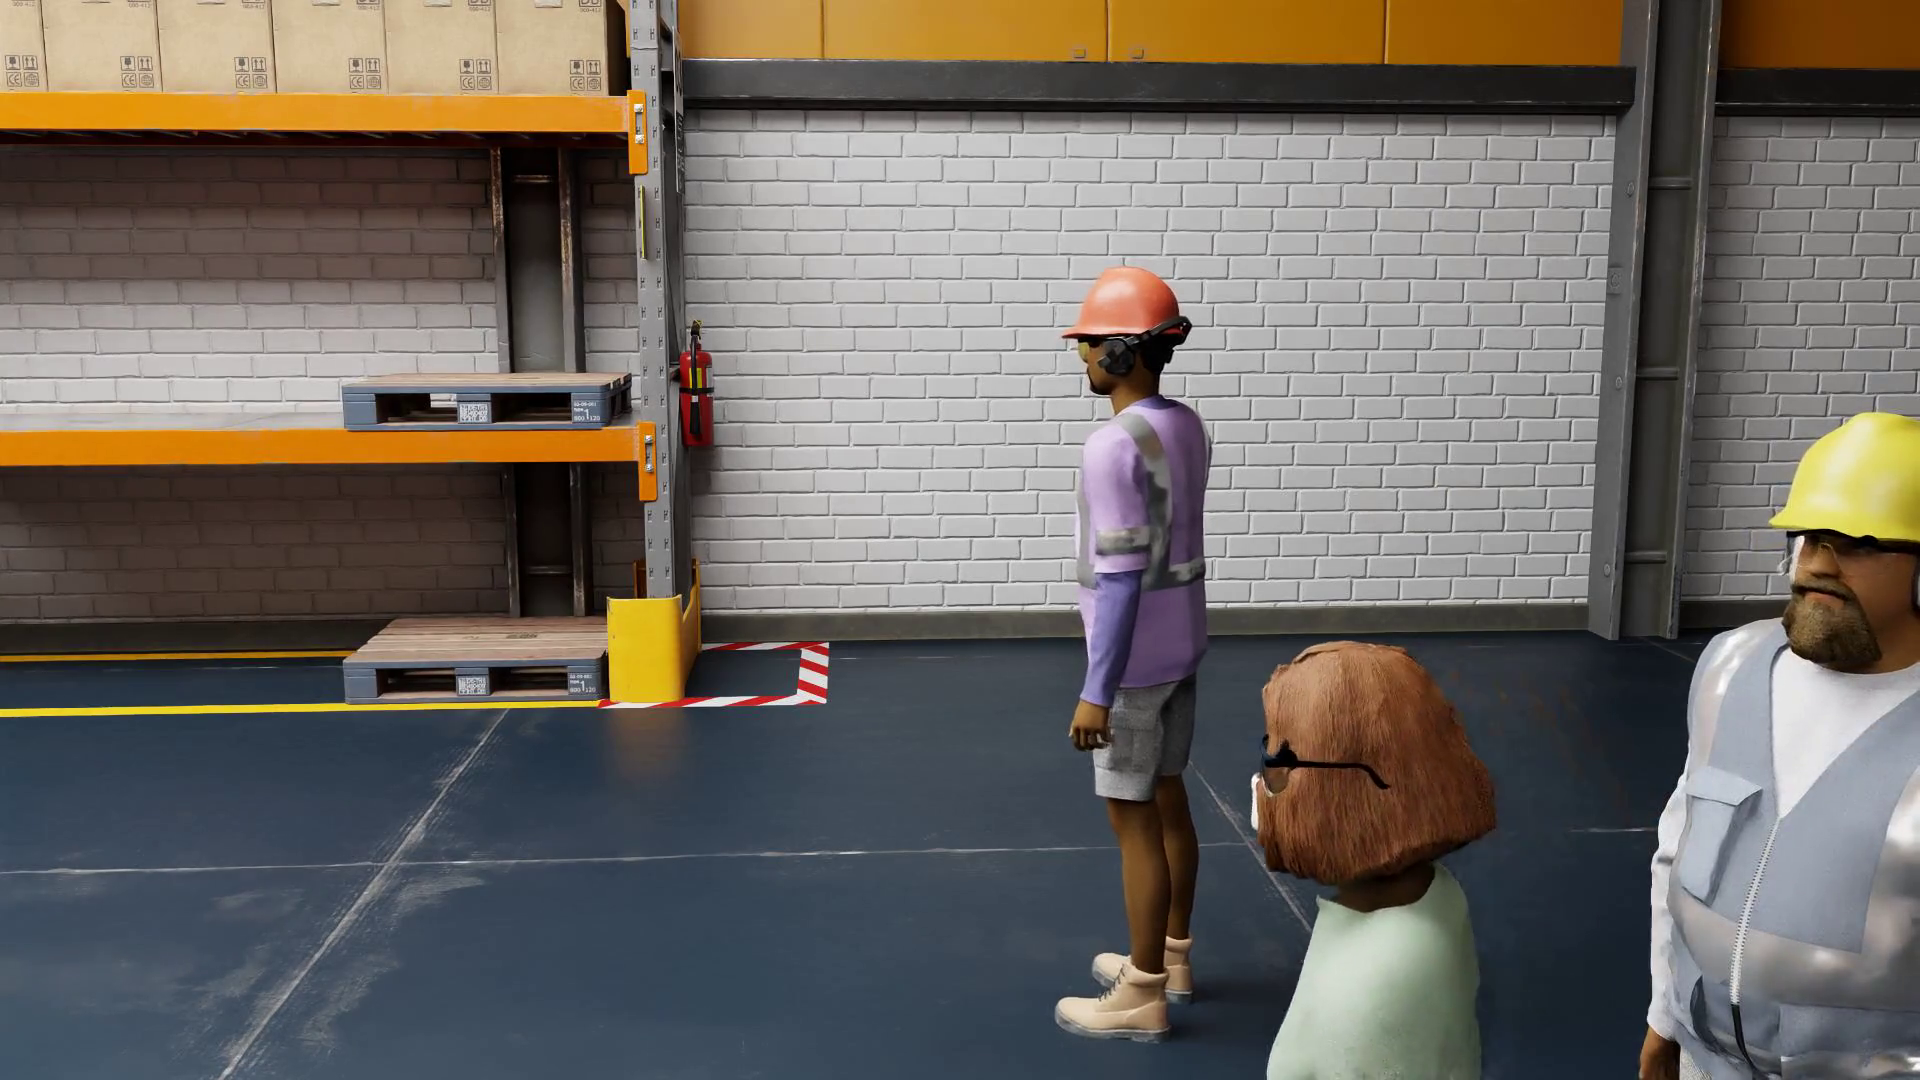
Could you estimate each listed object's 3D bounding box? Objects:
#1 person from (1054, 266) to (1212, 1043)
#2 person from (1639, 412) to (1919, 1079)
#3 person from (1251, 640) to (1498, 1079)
[{"bbox_3d":[0.447,0.308,4.414,0.396,2.044,0.609,5,10,27],"label":"person"},{"bbox_3d":[1.227,0.735,2.384,0.404,1.837,0.590,-5,10,-29],"label":"person"},{"bbox_3d":[0.410,0.914,1.918,0.458,1.616,0.534,4,10,22],"label":"person"}]
